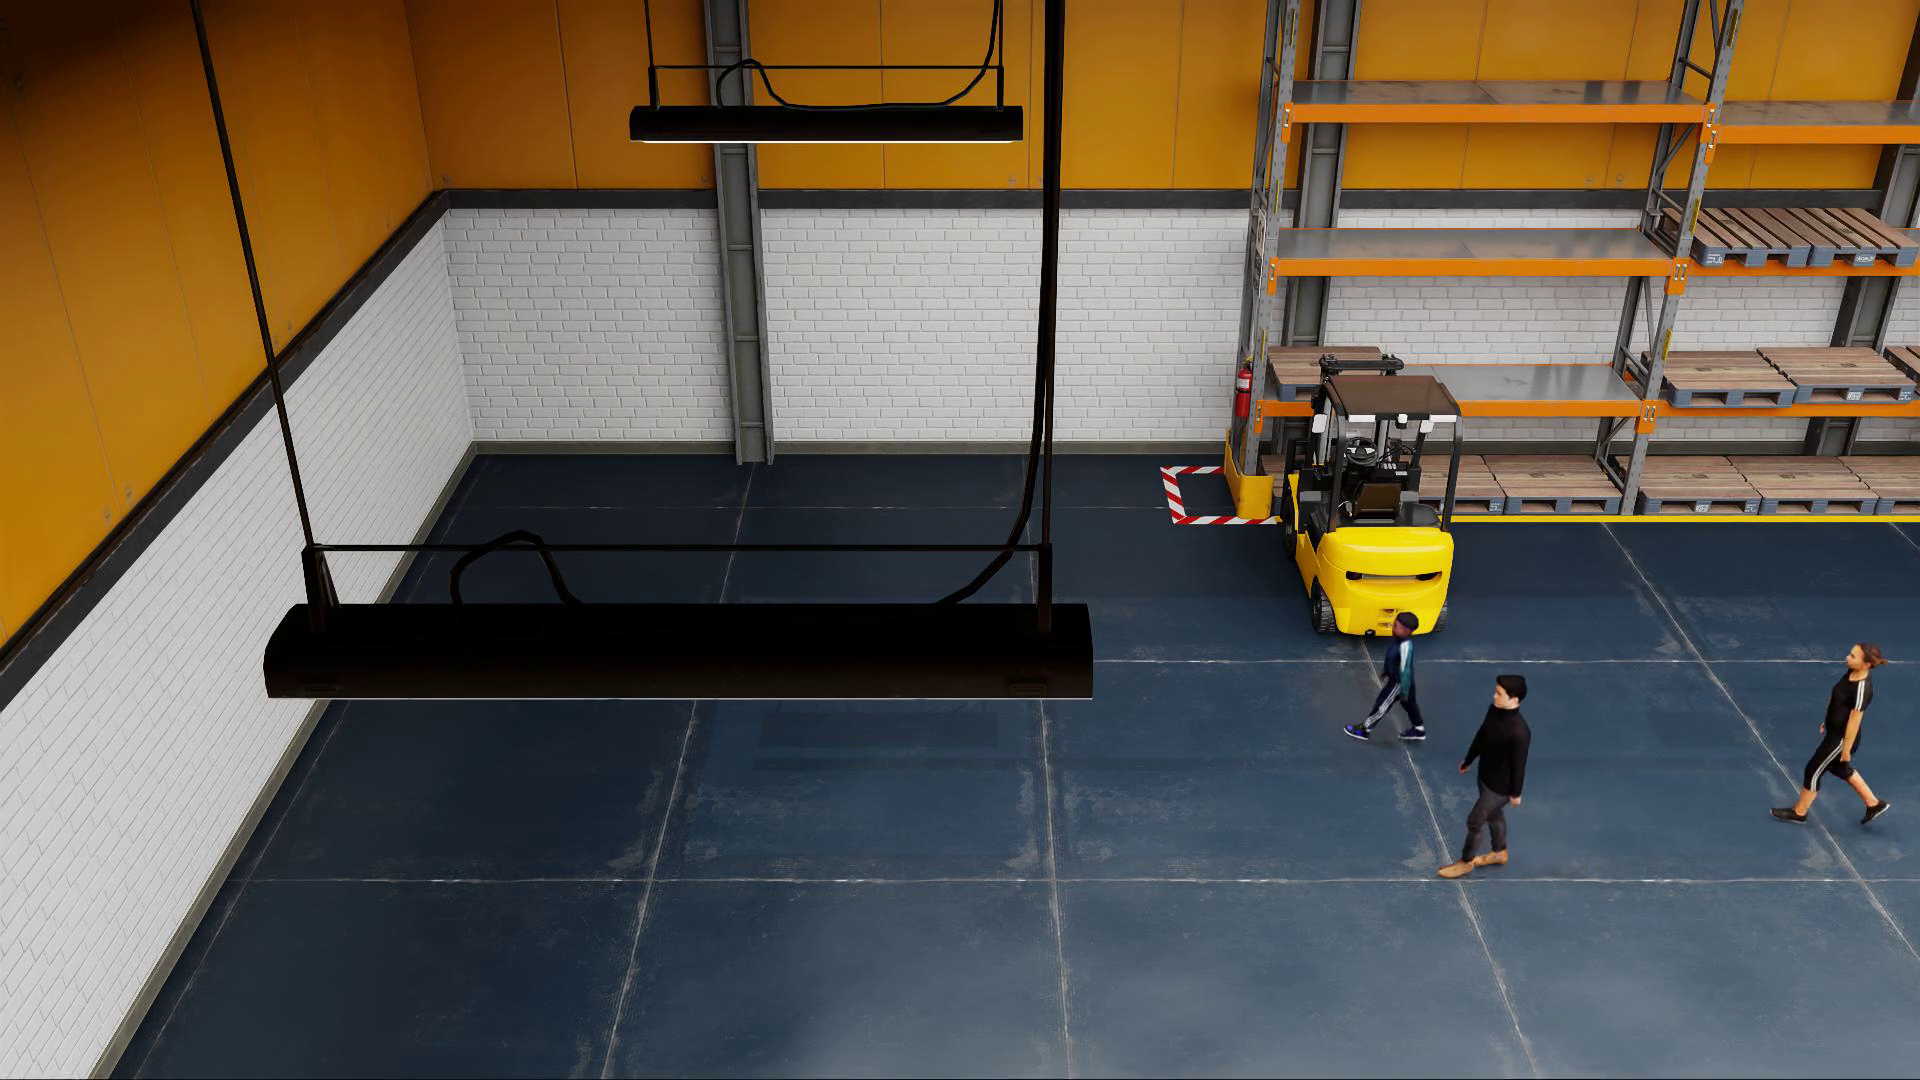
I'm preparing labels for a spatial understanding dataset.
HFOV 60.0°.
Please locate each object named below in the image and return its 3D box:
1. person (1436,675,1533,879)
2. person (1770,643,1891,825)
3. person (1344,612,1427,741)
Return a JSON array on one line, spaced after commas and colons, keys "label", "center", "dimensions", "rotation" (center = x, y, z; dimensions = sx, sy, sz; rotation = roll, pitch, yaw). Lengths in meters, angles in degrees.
[{"label": "person", "center": [3.967, 1.704, 12.086], "dimensions": [0.795, 1.706, 0.651], "rotation": [0, 29, 0]}, {"label": "person", "center": [6.731, 1.496, 12.536], "dimensions": [1.095, 1.641, 0.864], "rotation": [12, 31, 21]}, {"label": "person", "center": [3.660, 1.147, 13.611], "dimensions": [0.933, 1.224, 0.631], "rotation": [6, 29, 10]}]
